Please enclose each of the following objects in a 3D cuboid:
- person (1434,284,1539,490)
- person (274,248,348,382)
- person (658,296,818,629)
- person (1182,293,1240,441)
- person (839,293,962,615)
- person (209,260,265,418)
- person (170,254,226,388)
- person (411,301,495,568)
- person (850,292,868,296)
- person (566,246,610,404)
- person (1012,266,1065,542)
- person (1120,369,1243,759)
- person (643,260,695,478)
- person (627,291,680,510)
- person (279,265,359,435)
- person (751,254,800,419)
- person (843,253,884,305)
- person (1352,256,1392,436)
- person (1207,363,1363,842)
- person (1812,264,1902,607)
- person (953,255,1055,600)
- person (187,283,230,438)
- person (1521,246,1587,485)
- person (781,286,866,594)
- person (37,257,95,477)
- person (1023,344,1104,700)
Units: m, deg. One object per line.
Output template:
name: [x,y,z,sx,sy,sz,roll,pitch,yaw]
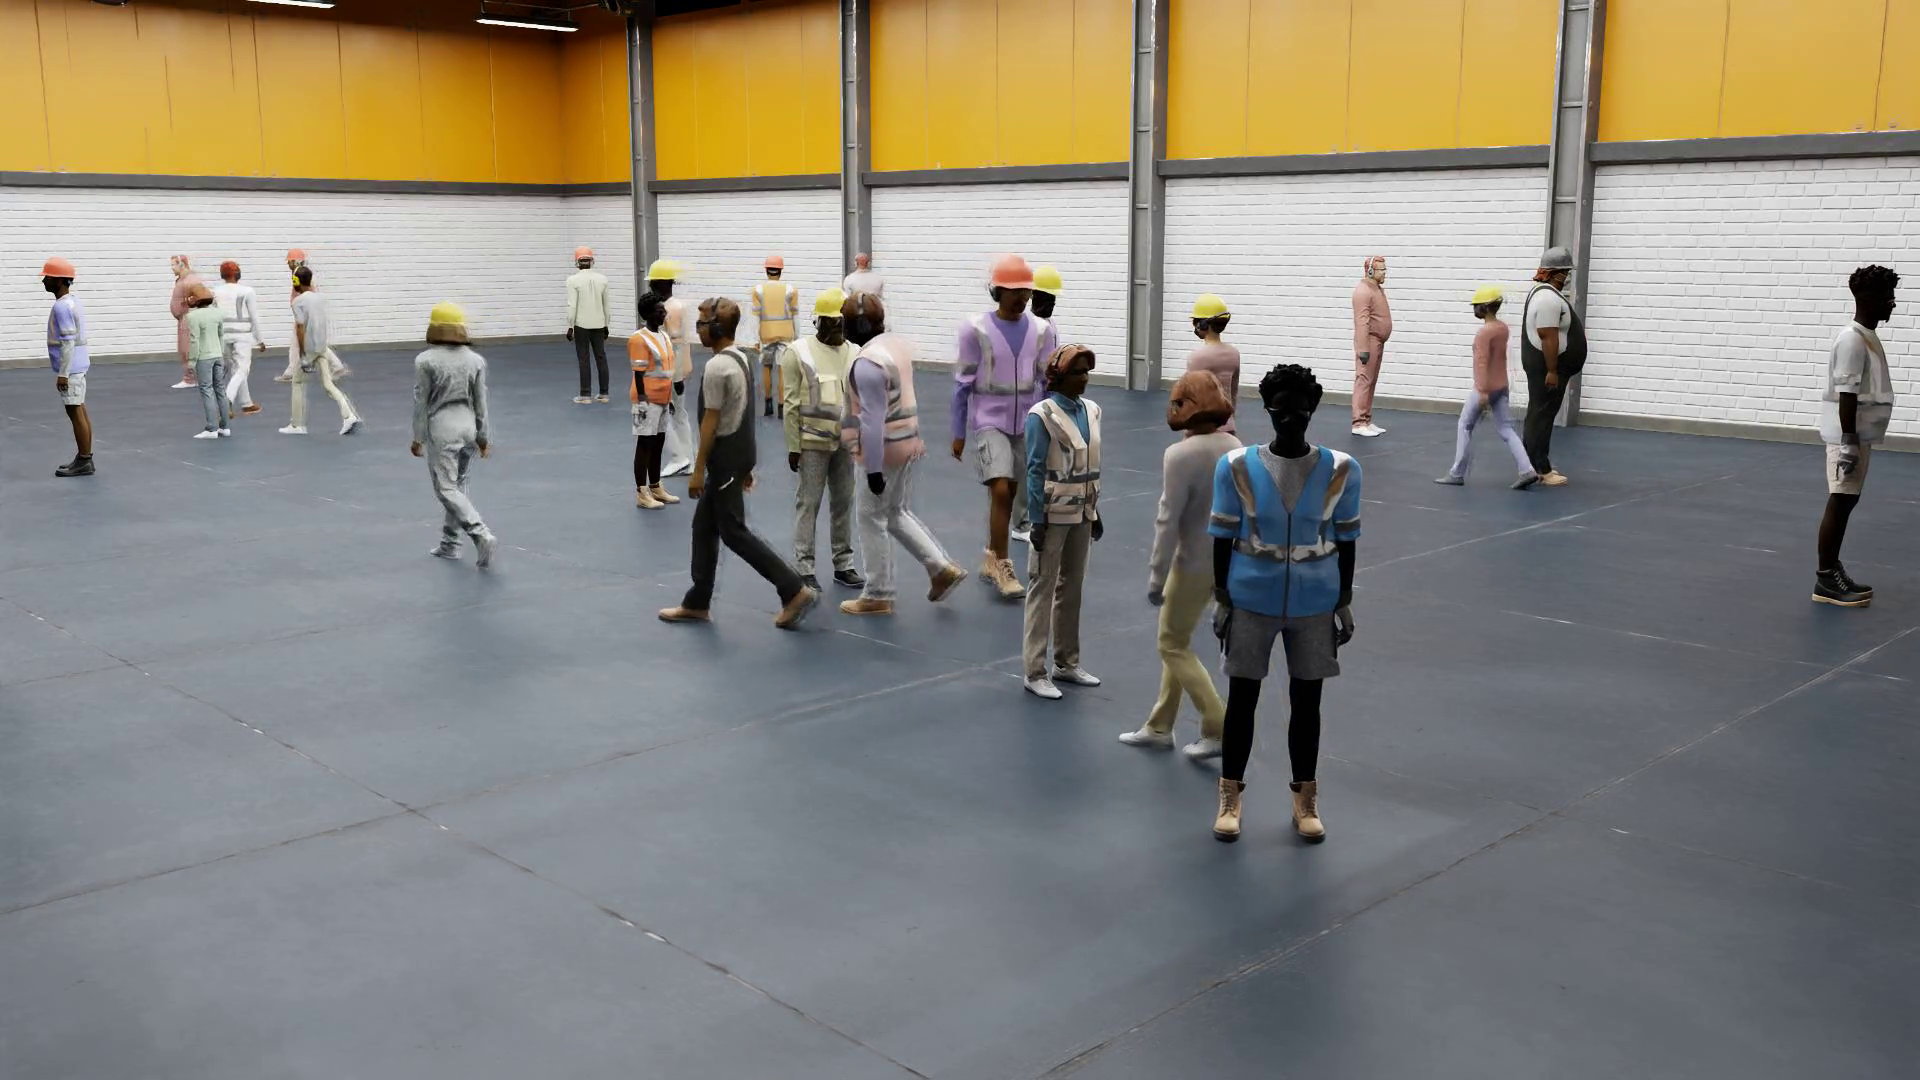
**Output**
person: [4.496,-1.284,14.001,0.505,1.724,0.845,-10,14,-42]
person: [-9.526,-3.291,24.341,0.990,1.960,0.643,-5,11,-24]
person: [-1.215,-0.408,9.005,0.868,1.816,0.514,1,10,4]
person: [1.574,-0.671,10.556,0.310,1.769,0.523,9,14,40]
person: [-0.379,-0.467,9.297,0.586,1.818,0.656,2,11,13]
person: [-8.549,-2.360,19.545,0.573,1.857,0.909,2,11,10]
person: [-10.734,-3.054,23.266,0.602,1.877,0.649,-6,12,-30]
person: [-3.253,-0.683,10.754,0.790,1.717,0.488,8,13,37]
person: [-0.891,-1.443,15.135,0.355,1.620,0.529,3,11,16]
person: [-4.747,-2.736,21.198,0.617,1.989,0.392,-10,14,-43]
person: [0.549,-0.946,11.633,0.382,1.919,0.584,4,11,23]
person: [0.925,0.102,6.784,0.562,1.597,0.553,9,14,40]
person: [-2.560,-1.496,14.635,0.493,1.913,0.586,-1,10,-8]
person: [-2.403,-1.096,13.057,0.321,1.697,0.530,3,11,16]
person: [-6.881,-2.015,17.756,0.949,1.820,0.488,5,11,25]
person: [-2.149,-2.383,19.493,0.563,1.914,0.684,-1,10,-3]
person: [-1.378,-3.171,23.865,0.650,1.887,0.709,-6,12,-29]
person: [4.408,-2.069,17.792,0.408,1.906,0.652,5,12,26]
person: [1.135,0.226,5.849,0.536,1.696,0.321,1,10,5]
person: [5.200,-0.608,9.661,0.361,1.964,0.614,7,12,33]
person: [0.329,-0.657,9.795,0.632,2.006,0.892,-5,12,-25]
person: [-7.941,-1.884,17.528,0.278,1.633,0.497,3,11,14]
person: [5.119,-1.505,14.348,0.538,2.000,0.689,2,11,10]
person: [-0.774,-0.597,9.975,0.591,1.830,0.404,-7,12,-32]
person: [-7.932,-1.534,14.779,0.348,1.943,0.545,-4,11,-20]
person: [0.485,-0.092,7.743,0.311,1.638,0.522,9,13,39]
